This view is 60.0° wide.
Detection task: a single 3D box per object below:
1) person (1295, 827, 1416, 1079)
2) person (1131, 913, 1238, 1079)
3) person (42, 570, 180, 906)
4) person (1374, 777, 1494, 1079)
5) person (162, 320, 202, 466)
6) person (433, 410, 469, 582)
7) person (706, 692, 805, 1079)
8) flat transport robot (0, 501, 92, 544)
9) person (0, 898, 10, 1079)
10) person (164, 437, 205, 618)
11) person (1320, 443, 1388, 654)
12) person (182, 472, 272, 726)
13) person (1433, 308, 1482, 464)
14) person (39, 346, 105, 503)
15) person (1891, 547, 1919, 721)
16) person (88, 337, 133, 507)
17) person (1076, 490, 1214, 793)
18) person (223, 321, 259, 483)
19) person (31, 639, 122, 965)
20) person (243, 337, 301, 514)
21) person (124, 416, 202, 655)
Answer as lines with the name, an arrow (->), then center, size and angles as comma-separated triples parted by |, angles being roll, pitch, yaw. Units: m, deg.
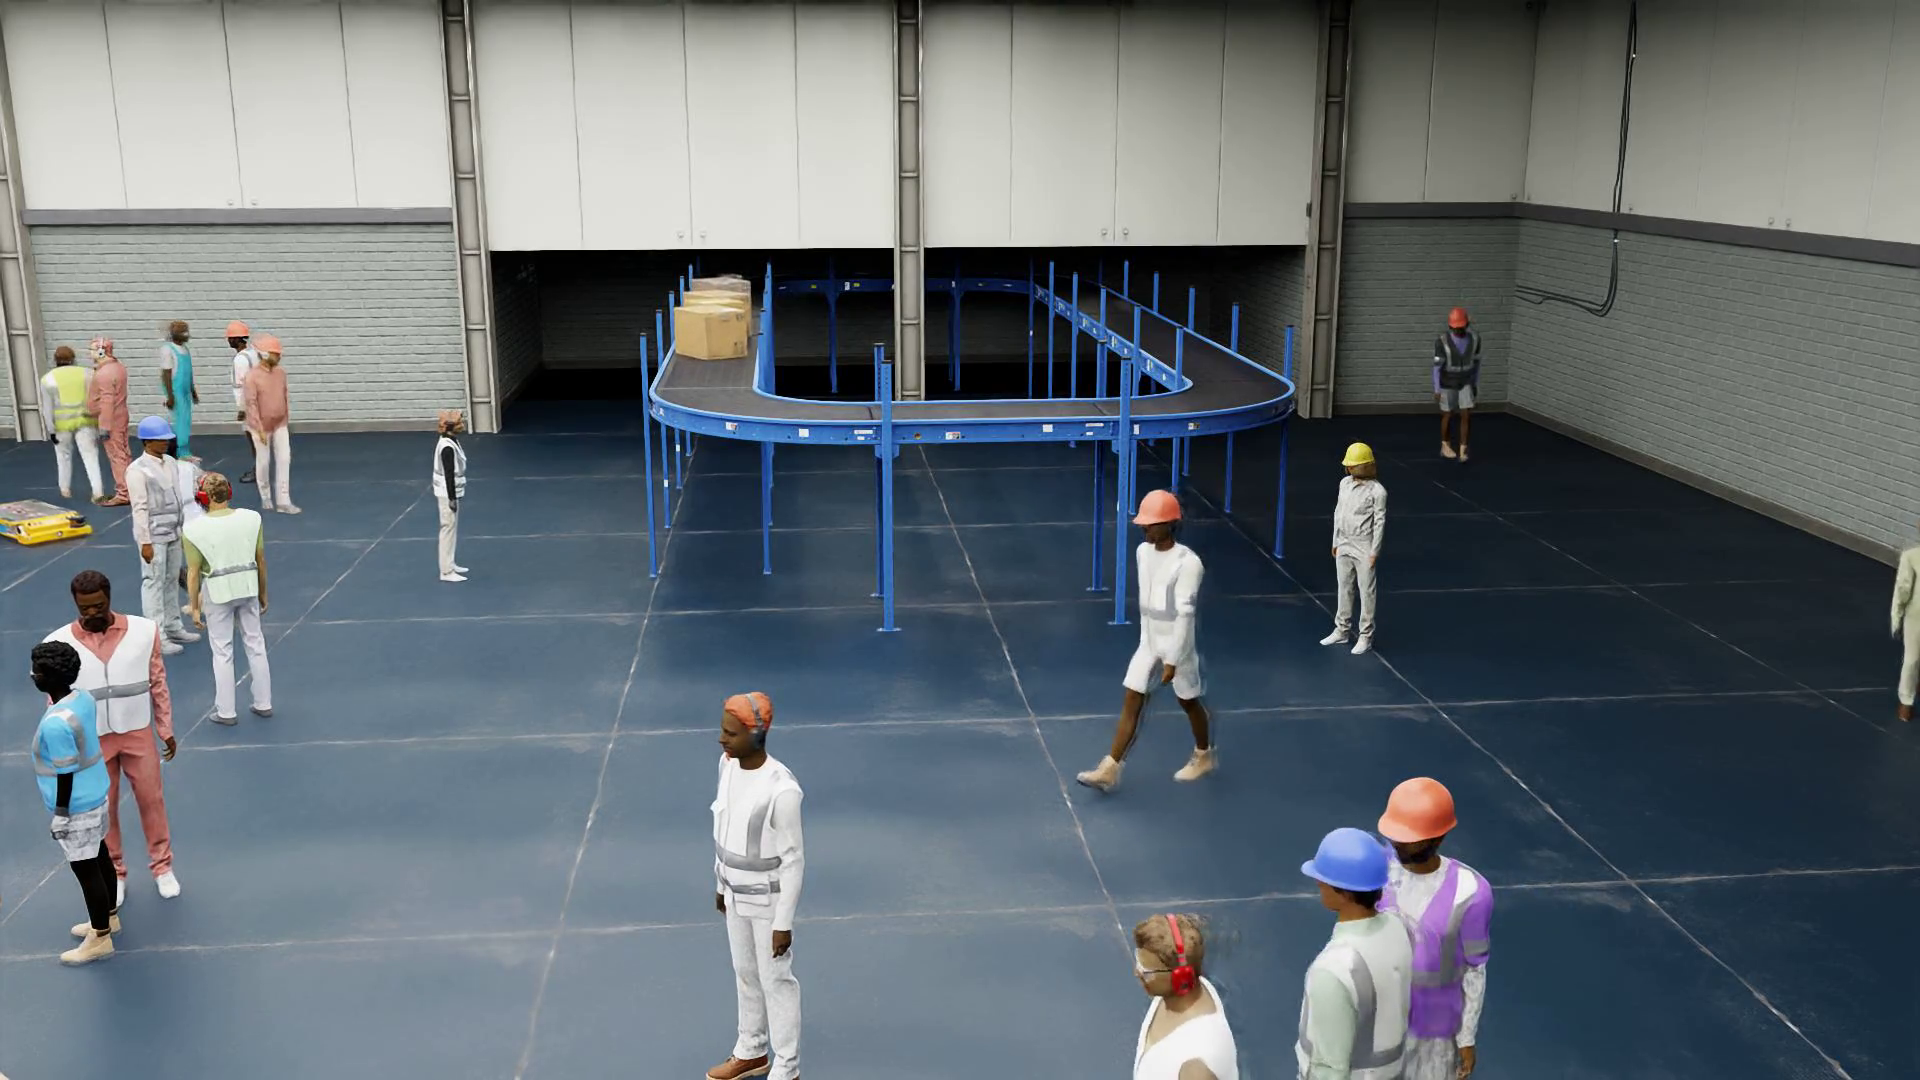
person -> 1.389, 1.906, 5.819 | 1.018, 1.902, 0.628 | 12, 19, 41
person -> 0.738, 2.053, 5.397 | 0.475, 1.822, 0.571 | -1, 14, -2
person -> -4.653, 1.072, 9.143 | 0.604, 1.906, 0.405 | -8, 16, -30
person -> 1.675, 1.785, 6.229 | 0.547, 1.934, 0.376 | 6, 15, 24
person -> -9.783, -1.846, 20.998 | 0.519, 1.829, 0.521 | 0, 14, 0
person -> -4.798, -0.423, 15.698 | 0.322, 1.626, 0.529 | -3, 14, -14
person -> -0.892, 1.560, 7.233 | 0.354, 1.883, 0.576 | -11, 18, -38
flat transport robot -> -9.867, -0.209, 17.584 | 1.431, 0.197, 0.652 | 10, 17, 36
person -> -4.418, 1.521, 7.071 | 0.536, 2.000, 0.672 | 9, 17, 33
person -> -6.708, -0.122, 14.357 | 0.407, 1.681, 0.546 | 6, 15, 21
person -> 3.213, 0.061, 13.530 | 0.311, 1.735, 0.483 | -10, 17, -35
person -> -5.207, 0.426, 11.870 | 0.394, 1.836, 0.560 | 13, 19, 42
person -> 6.323, -1.955, 21.093 | 0.661, 1.975, 0.949 | 0, 14, -1
person -> -10.100, -1.319, 18.966 | 0.607, 1.794, 0.931 | -10, 17, -35
person -> 6.832, 0.591, 11.699 | 0.508, 1.588, 0.826 | 8, 16, 29
person -> -9.594, -1.339, 18.776 | 0.409, 1.913, 0.642 | -3, 14, -14
person -> 1.259, 0.667, 10.608 | 1.070, 1.982, 0.625 | -10, 17, -34
person -> -8.572, -1.654, 19.978 | 0.365, 1.939, 0.542 | -2, 14, -8
person -> -4.541, 1.330, 8.532 | 0.318, 1.697, 0.533 | -4, 15, -15
person -> -7.664, -1.267, 18.440 | 0.779, 1.947, 0.620 | 9, 17, 33
person -> -6.496, -0.051, 13.547 | 0.405, 1.948, 0.605 | 1, 14, 4
